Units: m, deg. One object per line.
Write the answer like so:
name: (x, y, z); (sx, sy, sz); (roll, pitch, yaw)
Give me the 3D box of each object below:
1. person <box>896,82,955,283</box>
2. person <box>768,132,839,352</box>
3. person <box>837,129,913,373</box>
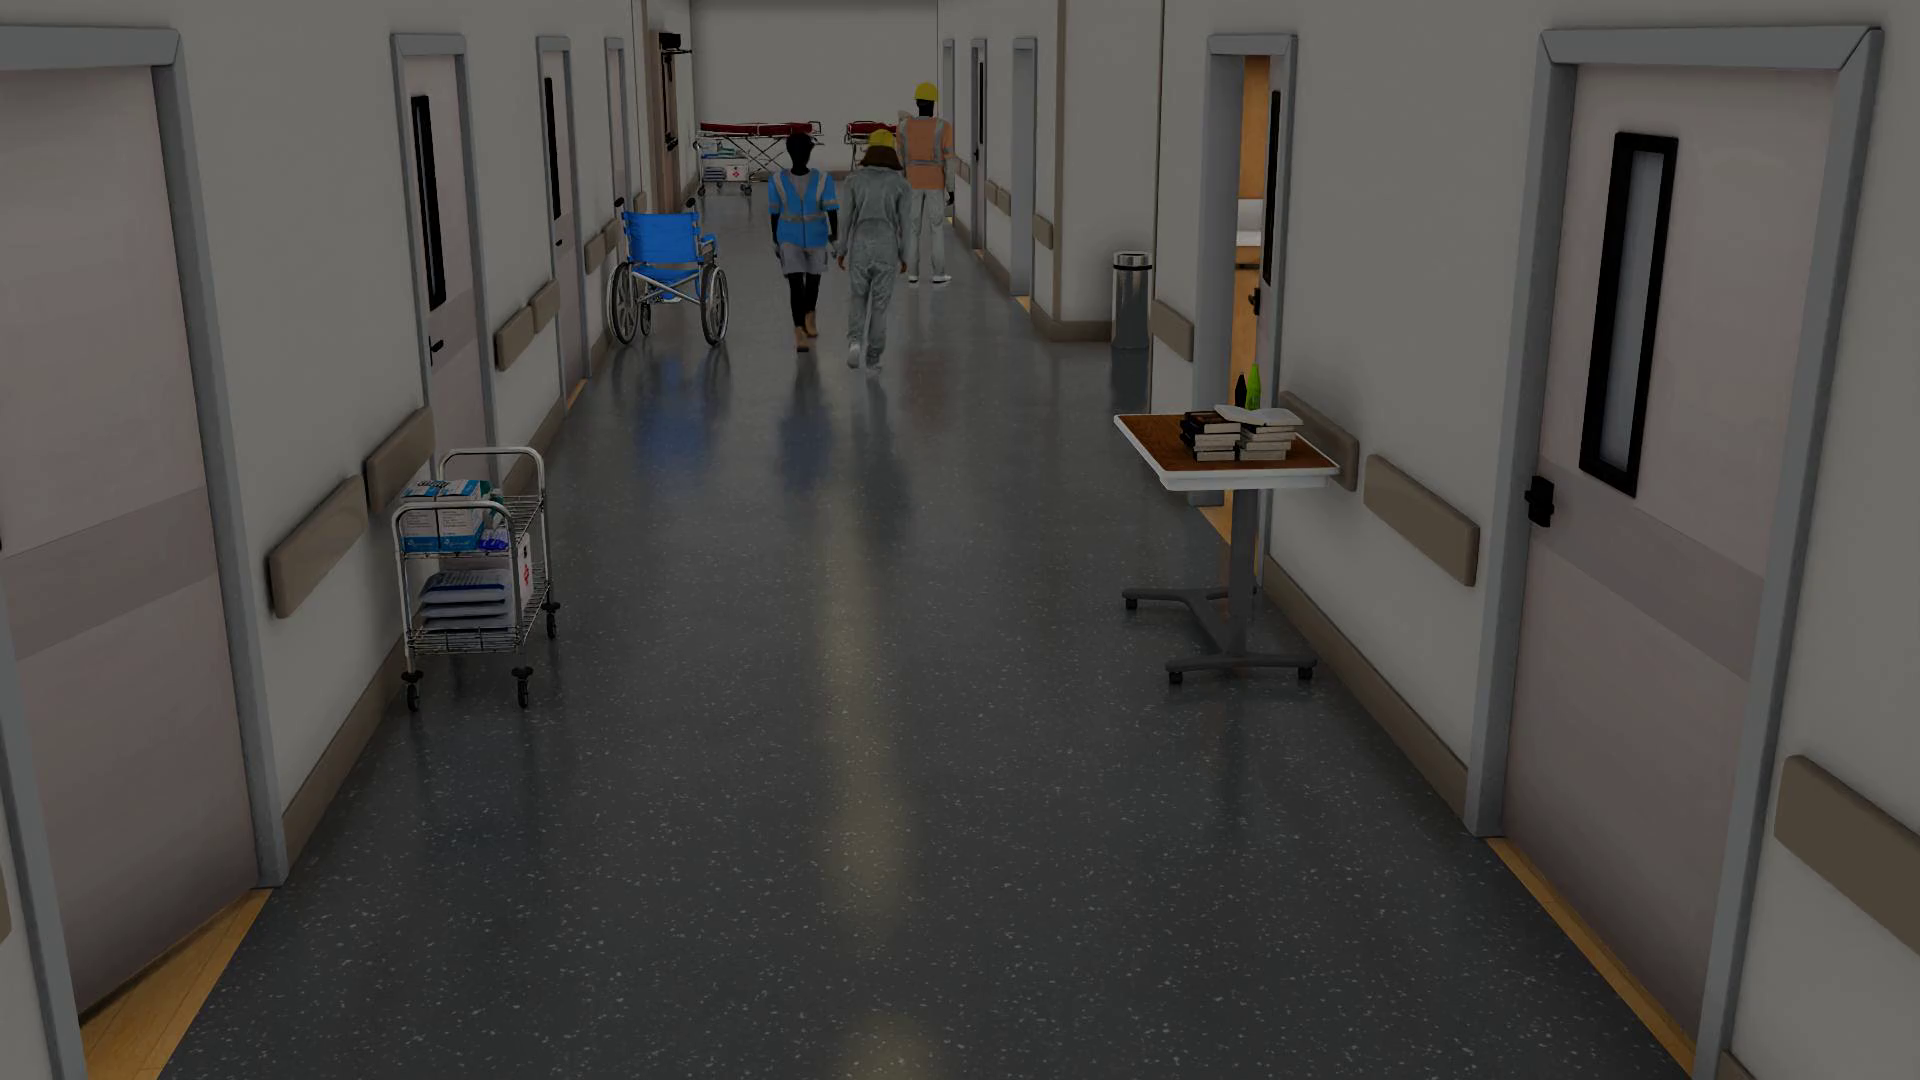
person: (-0.333, -3.486, 16.293); (0.587, 1.927, 0.367); (4, 17, 13)
person: (-1.220, -2.342, 12.963); (0.535, 1.651, 0.893); (-3, 17, -9)
person: (-0.598, -2.035, 11.806); (0.530, 1.707, 0.484); (2, 17, 5)
